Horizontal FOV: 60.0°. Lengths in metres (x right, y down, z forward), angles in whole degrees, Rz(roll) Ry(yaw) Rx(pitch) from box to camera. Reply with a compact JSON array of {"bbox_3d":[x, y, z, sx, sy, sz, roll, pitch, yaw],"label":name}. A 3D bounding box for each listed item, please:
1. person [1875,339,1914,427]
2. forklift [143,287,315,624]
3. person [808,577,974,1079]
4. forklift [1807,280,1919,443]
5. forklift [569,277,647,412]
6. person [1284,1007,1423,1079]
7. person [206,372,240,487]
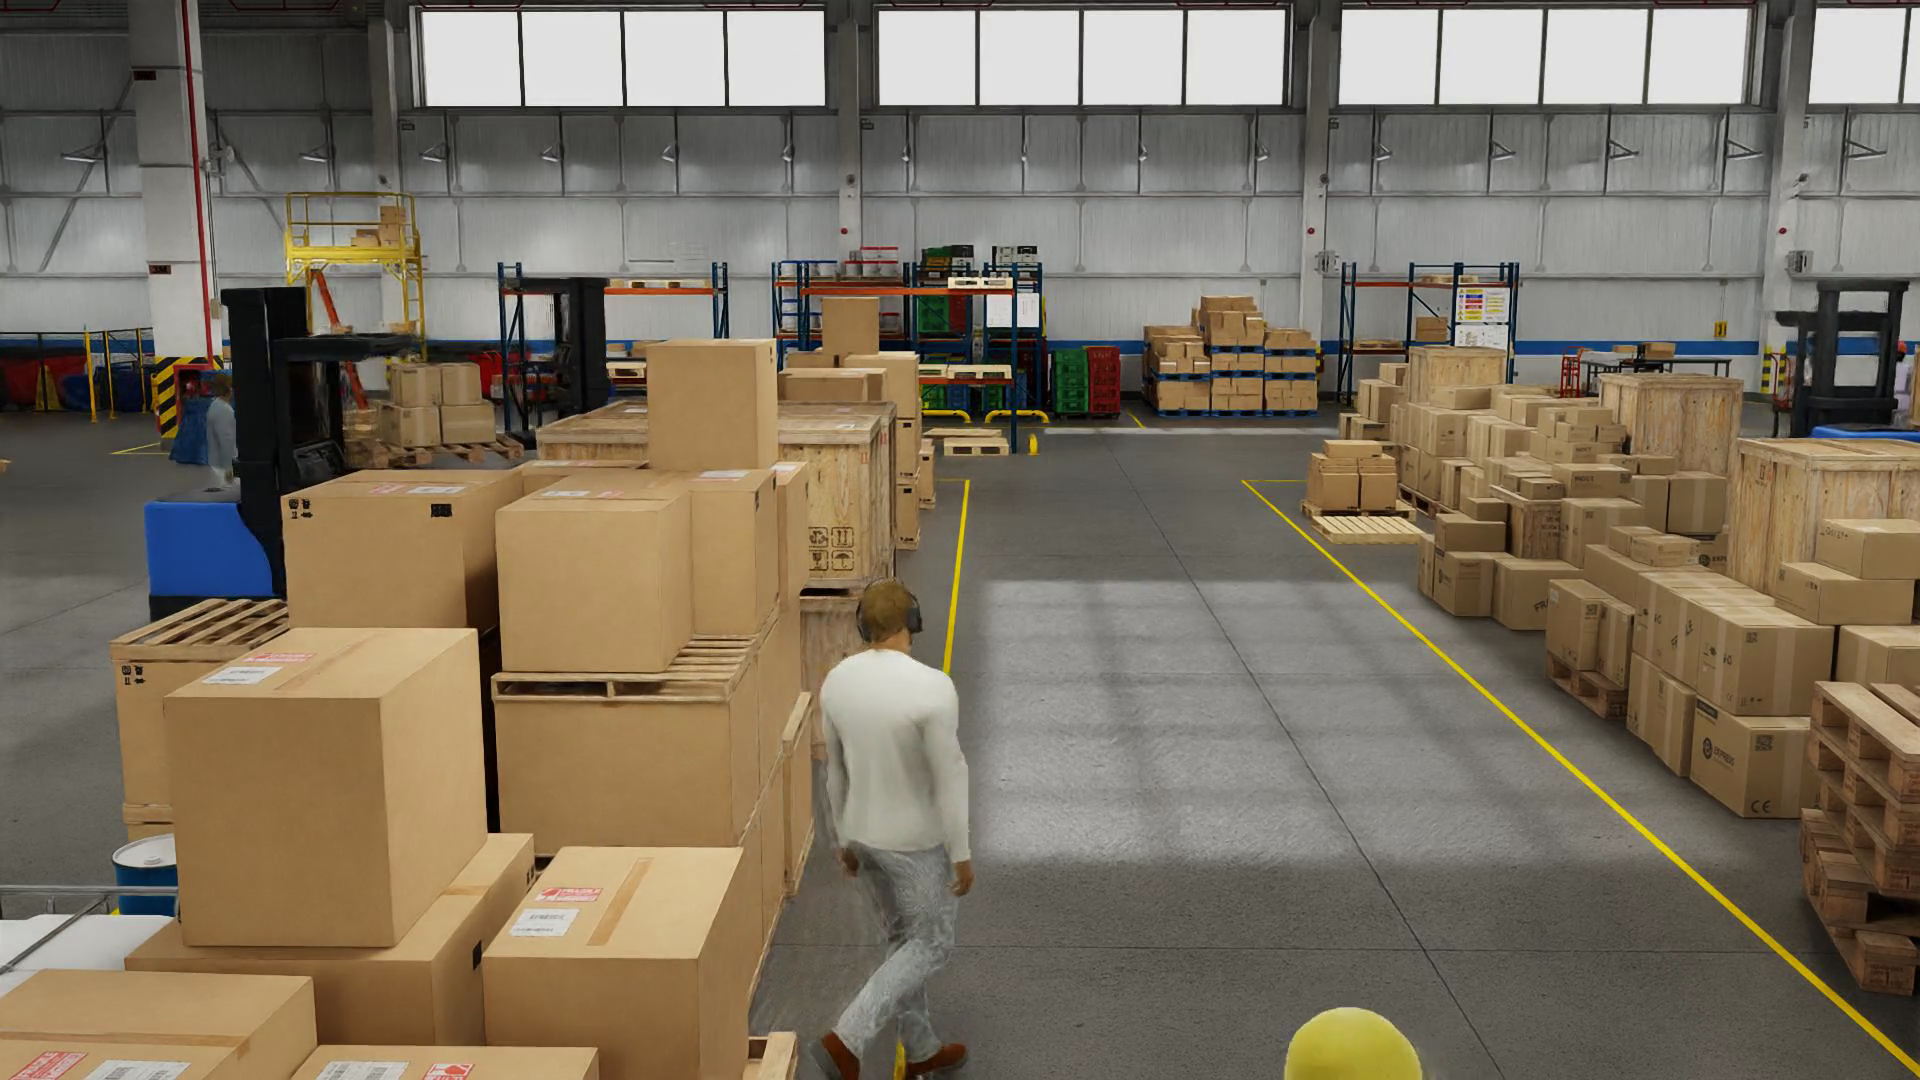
[{"bbox_3d":[13.625,-1.965,24.249,0.552,1.924,0.539,6,11,33],"label":"person"},{"bbox_3d":[-5.734,-0.714,13.915,1.873,2.768,1.129,0,9,1],"label":"forklift"},{"bbox_3d":[-0.286,1.095,5.986,0.680,1.908,0.667,-9,13,-42],"label":"person"},{"bbox_3d":[10.700,-1.716,19.914,1.129,2.768,1.873,0,9,1],"label":"forklift"},{"bbox_3d":[-5.184,-2.298,23.398,1.873,2.768,1.129,-4,10,-25],"label":"forklift"},{"bbox_3d":[0.644,1.683,2.579,0.599,1.877,0.989,-2,10,-10],"label":"person"},{"bbox_3d":[-7.539,-0.755,17.010,0.532,1.924,0.653,-4,10,-24],"label":"person"}]
